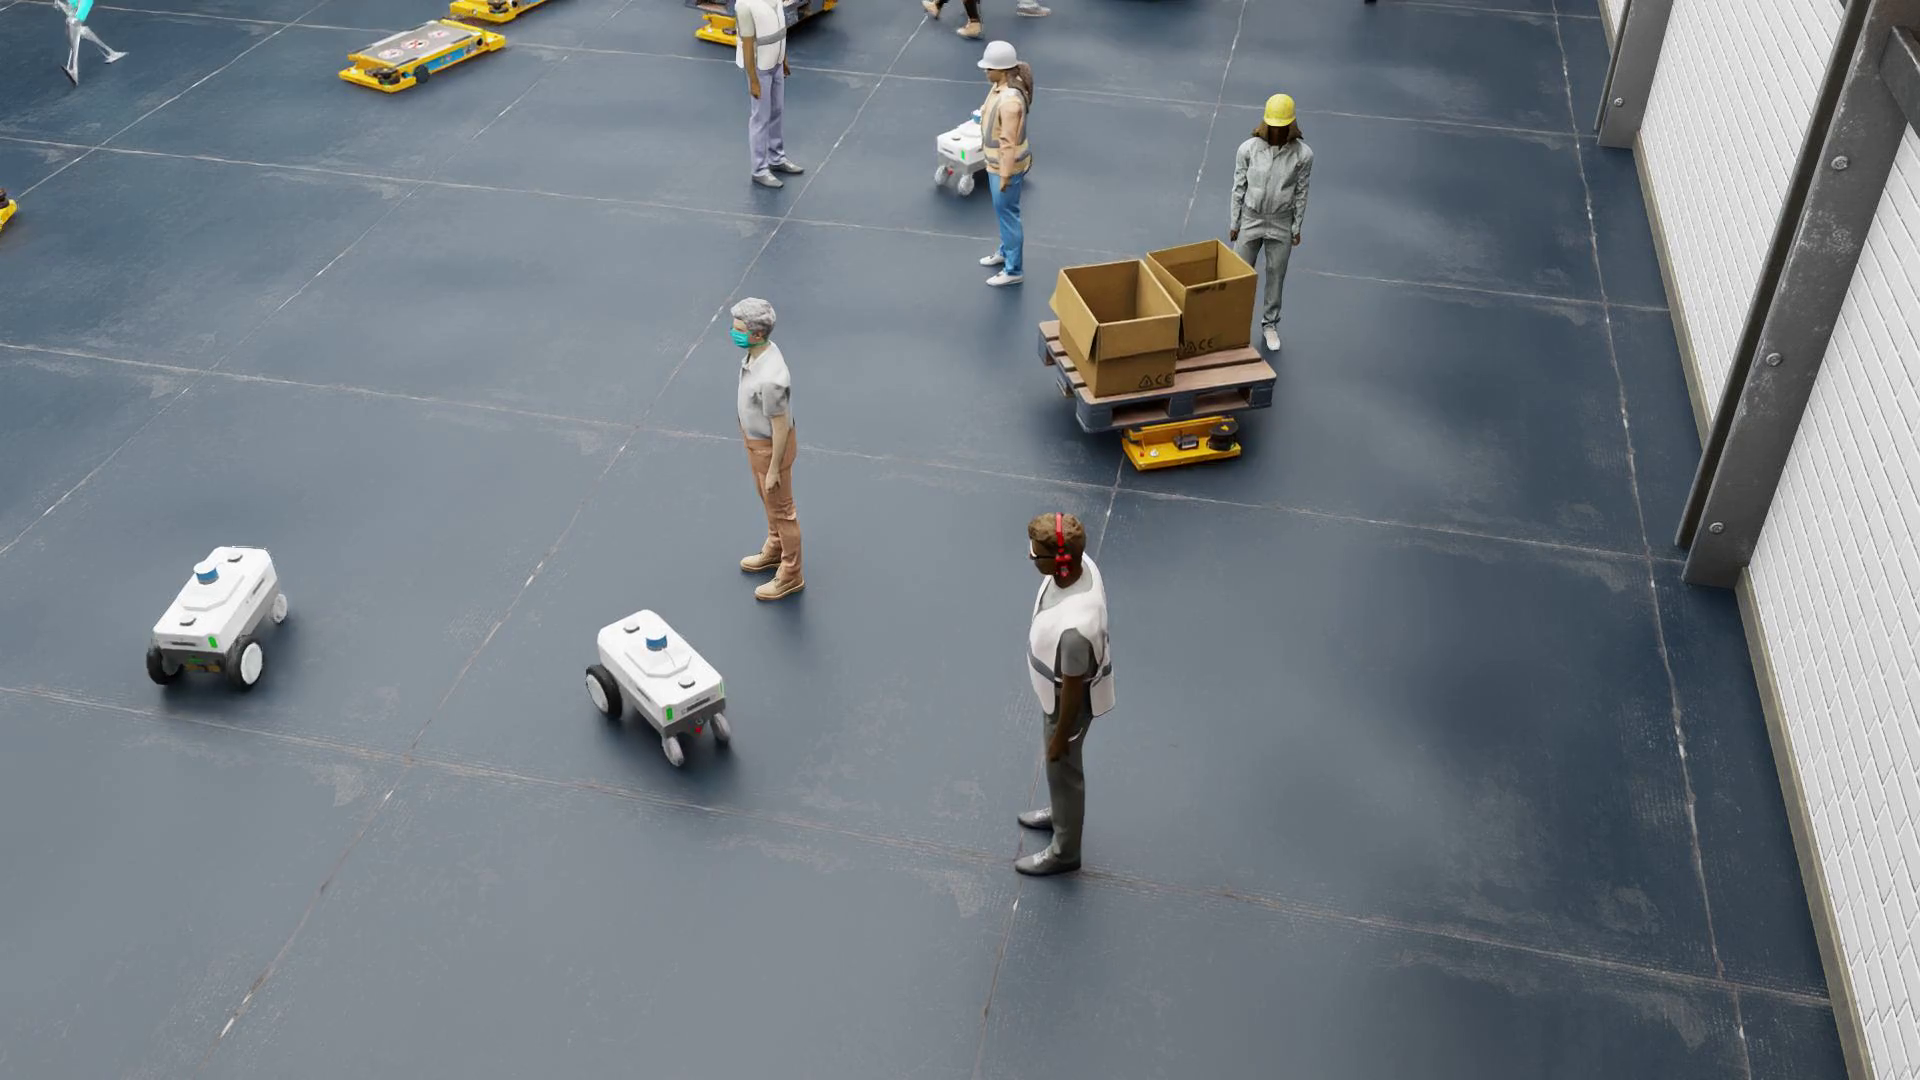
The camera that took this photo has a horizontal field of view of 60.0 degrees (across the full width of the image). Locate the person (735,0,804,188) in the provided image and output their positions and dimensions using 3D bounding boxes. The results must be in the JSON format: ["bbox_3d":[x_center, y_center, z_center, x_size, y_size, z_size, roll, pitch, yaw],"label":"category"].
[{"bbox_3d":[-1.500,-3.625,12.764,0.405,1.834,0.560,14,39,17],"label":"person"}]

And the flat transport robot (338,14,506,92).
[{"bbox_3d":[-4.894,-4.442,15.162,0.659,0.231,1.431,20,41,25],"label":"flat transport robot"}]

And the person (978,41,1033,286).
[{"bbox_3d":[0.306,-2.603,11.491,0.378,1.720,0.490,-4,37,-5],"label":"person"}]

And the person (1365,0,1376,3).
[{"bbox_3d":[4.349,-6.192,16.297,0.529,1.714,0.880,24,43,28],"label":"person"}]

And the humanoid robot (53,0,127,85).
[{"bbox_3d":[-7.866,-4.927,14.603,0.554,1.787,0.933,12,39,16],"label":"humanoid robot"}]

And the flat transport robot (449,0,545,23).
[{"bbox_3d":[-4.354,-5.504,16.584,0.659,0.231,1.431,18,41,23],"label":"flat transport robot"}]

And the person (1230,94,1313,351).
[{"bbox_3d":[1.972,-2.026,10.698,0.486,1.743,0.294,3,37,4],"label":"person"}]

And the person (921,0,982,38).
[{"bbox_3d":[-0.084,-5.575,15.523,0.903,1.635,0.550,31,46,34],"label":"person"}]

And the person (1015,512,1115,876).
[{"bbox_3d":[0.447,0.653,7.042,0.409,1.832,0.566,0,37,0],"label":"person"}]

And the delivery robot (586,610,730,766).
[{"bbox_3d":[-1.453,0.667,8.076,0.499,0.582,0.773,-26,44,-30],"label":"delivery robot"}]

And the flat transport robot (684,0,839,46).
[{"bbox_3d":[-1.859,-5.072,16.005,0.659,0.231,1.431,19,41,24],"label":"flat transport robot"}]

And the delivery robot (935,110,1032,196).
[{"bbox_3d":[0.170,-3.089,13.127,0.814,0.612,0.499,-30,46,-34],"label":"delivery robot"}]

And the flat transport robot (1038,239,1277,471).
[{"bbox_3d":[1.189,-0.925,10.457,0.659,0.231,1.431,-9,38,-12],"label":"flat transport robot"}]

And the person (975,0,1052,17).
[{"bbox_3d":[0.488,-5.855,15.738,0.787,1.852,0.612,-7,37,-10],"label":"person"}]

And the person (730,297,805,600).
[{"bbox_3d":[-1.008,-0.476,8.620,0.321,1.747,0.474,-13,39,-16],"label":"person"}]

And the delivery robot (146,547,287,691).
[{"bbox_3d":[-3.773,0.365,8.471,0.499,0.570,0.750,4,37,5],"label":"delivery robot"}]

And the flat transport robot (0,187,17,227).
[{"bbox_3d":[-7.916,-2.383,12.407,1.431,0.231,0.659,-2,37,-3],"label":"flat transport robot"}]
